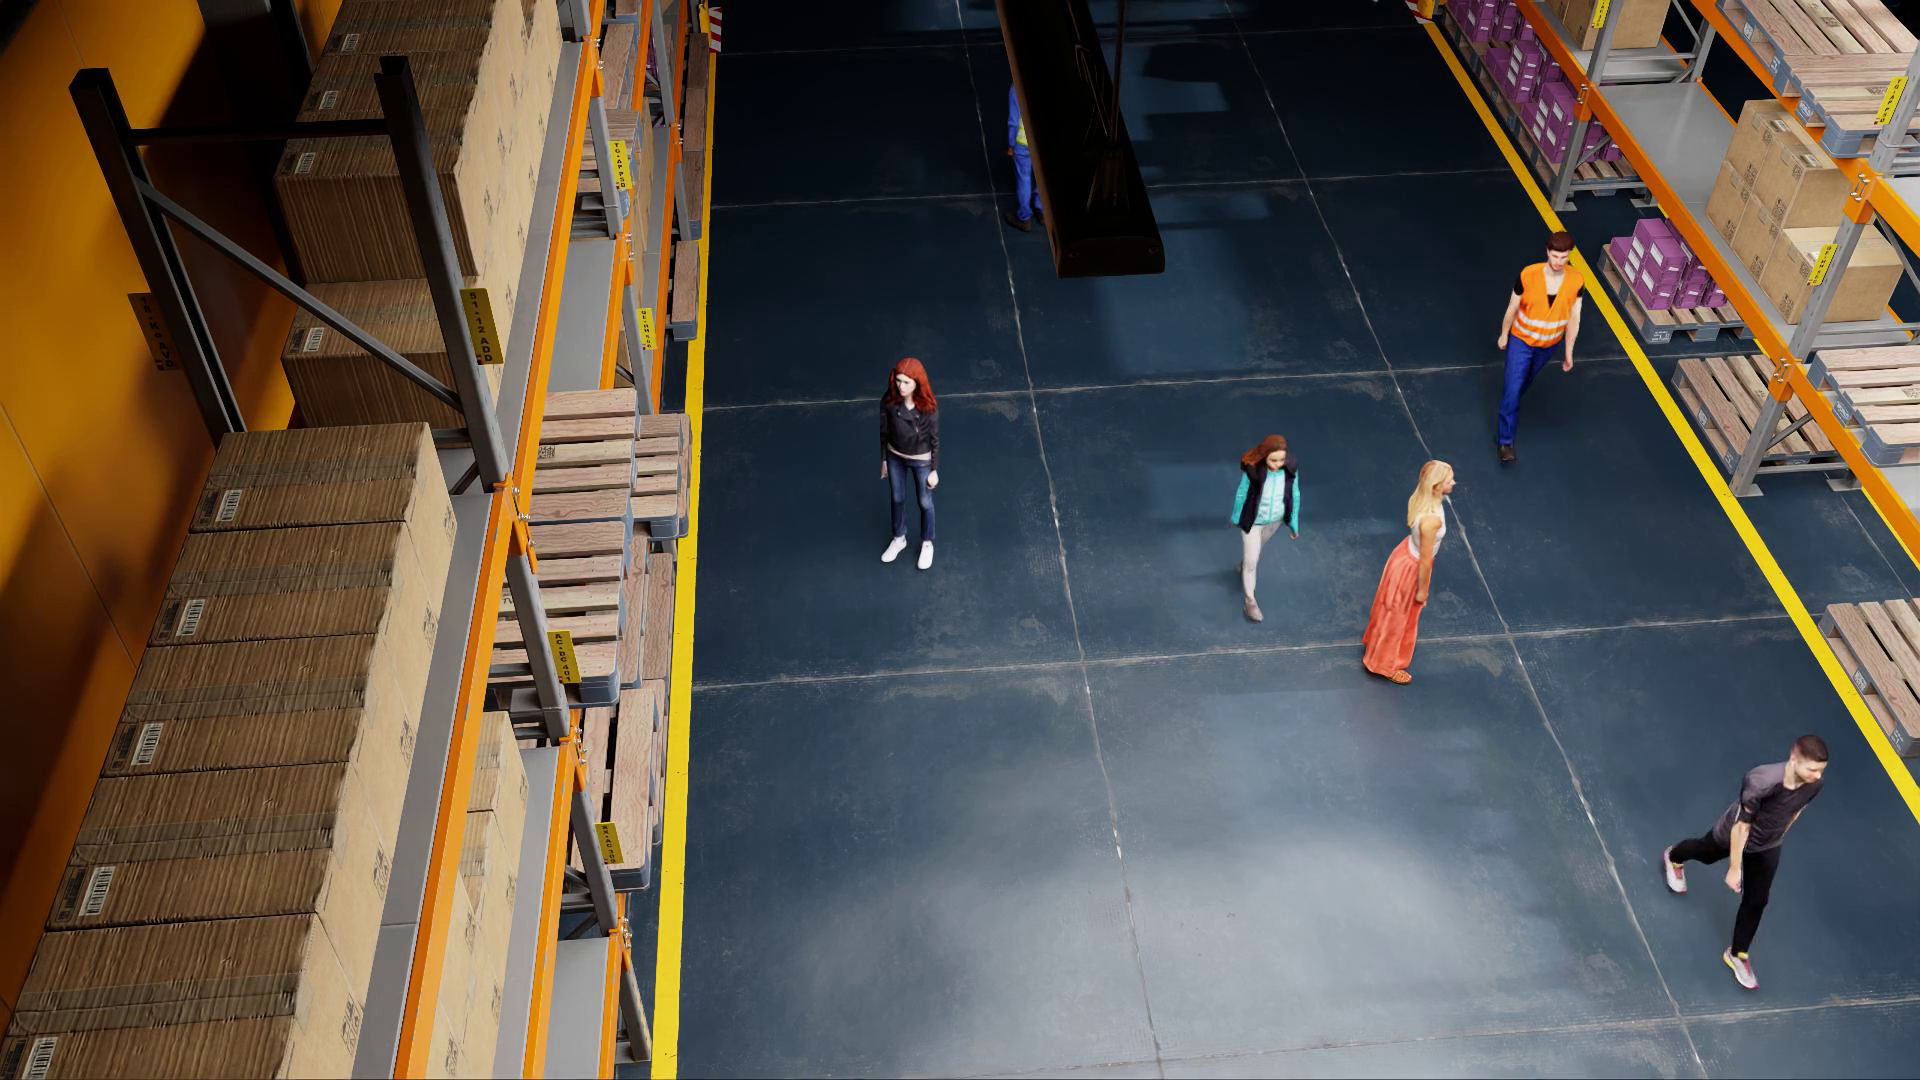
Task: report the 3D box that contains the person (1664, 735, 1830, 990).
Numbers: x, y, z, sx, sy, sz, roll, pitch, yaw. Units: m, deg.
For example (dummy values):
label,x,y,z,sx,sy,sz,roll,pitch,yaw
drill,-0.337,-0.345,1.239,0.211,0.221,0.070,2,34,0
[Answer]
label,x,y,z,sx,sy,sz,roll,pitch,yaw
person,4.386,1.616,9.374,0.618,1.713,1.173,-4,44,-4

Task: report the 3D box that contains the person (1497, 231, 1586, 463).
label,x,y,z,sx,sy,sz,roll,pitch,yaw
person,4.362,-1.582,12.633,0.791,1.848,1.162,3,44,3

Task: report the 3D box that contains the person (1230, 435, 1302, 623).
label,x,y,z,sx,sy,sz,roll,pitch,yaw
person,2.059,-0.220,11.473,0.682,1.475,0.886,-13,45,-13

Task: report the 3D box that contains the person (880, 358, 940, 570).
label,x,y,z,sx,sy,sz,roll,pitch,yaw
person,-0.342,-0.532,11.575,0.642,1.787,0.643,12,45,12

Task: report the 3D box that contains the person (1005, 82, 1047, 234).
label,x,y,z,sx,sy,sz,roll,pitch,yaw
person,0.634,-3.592,14.768,0.751,1.813,0.742,-23,48,-22

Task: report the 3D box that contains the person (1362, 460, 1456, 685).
label,x,y,z,sx,sy,sz,roll,pitch,yaw
person,2.935,0.187,10.808,0.748,1.803,0.611,8,44,9
